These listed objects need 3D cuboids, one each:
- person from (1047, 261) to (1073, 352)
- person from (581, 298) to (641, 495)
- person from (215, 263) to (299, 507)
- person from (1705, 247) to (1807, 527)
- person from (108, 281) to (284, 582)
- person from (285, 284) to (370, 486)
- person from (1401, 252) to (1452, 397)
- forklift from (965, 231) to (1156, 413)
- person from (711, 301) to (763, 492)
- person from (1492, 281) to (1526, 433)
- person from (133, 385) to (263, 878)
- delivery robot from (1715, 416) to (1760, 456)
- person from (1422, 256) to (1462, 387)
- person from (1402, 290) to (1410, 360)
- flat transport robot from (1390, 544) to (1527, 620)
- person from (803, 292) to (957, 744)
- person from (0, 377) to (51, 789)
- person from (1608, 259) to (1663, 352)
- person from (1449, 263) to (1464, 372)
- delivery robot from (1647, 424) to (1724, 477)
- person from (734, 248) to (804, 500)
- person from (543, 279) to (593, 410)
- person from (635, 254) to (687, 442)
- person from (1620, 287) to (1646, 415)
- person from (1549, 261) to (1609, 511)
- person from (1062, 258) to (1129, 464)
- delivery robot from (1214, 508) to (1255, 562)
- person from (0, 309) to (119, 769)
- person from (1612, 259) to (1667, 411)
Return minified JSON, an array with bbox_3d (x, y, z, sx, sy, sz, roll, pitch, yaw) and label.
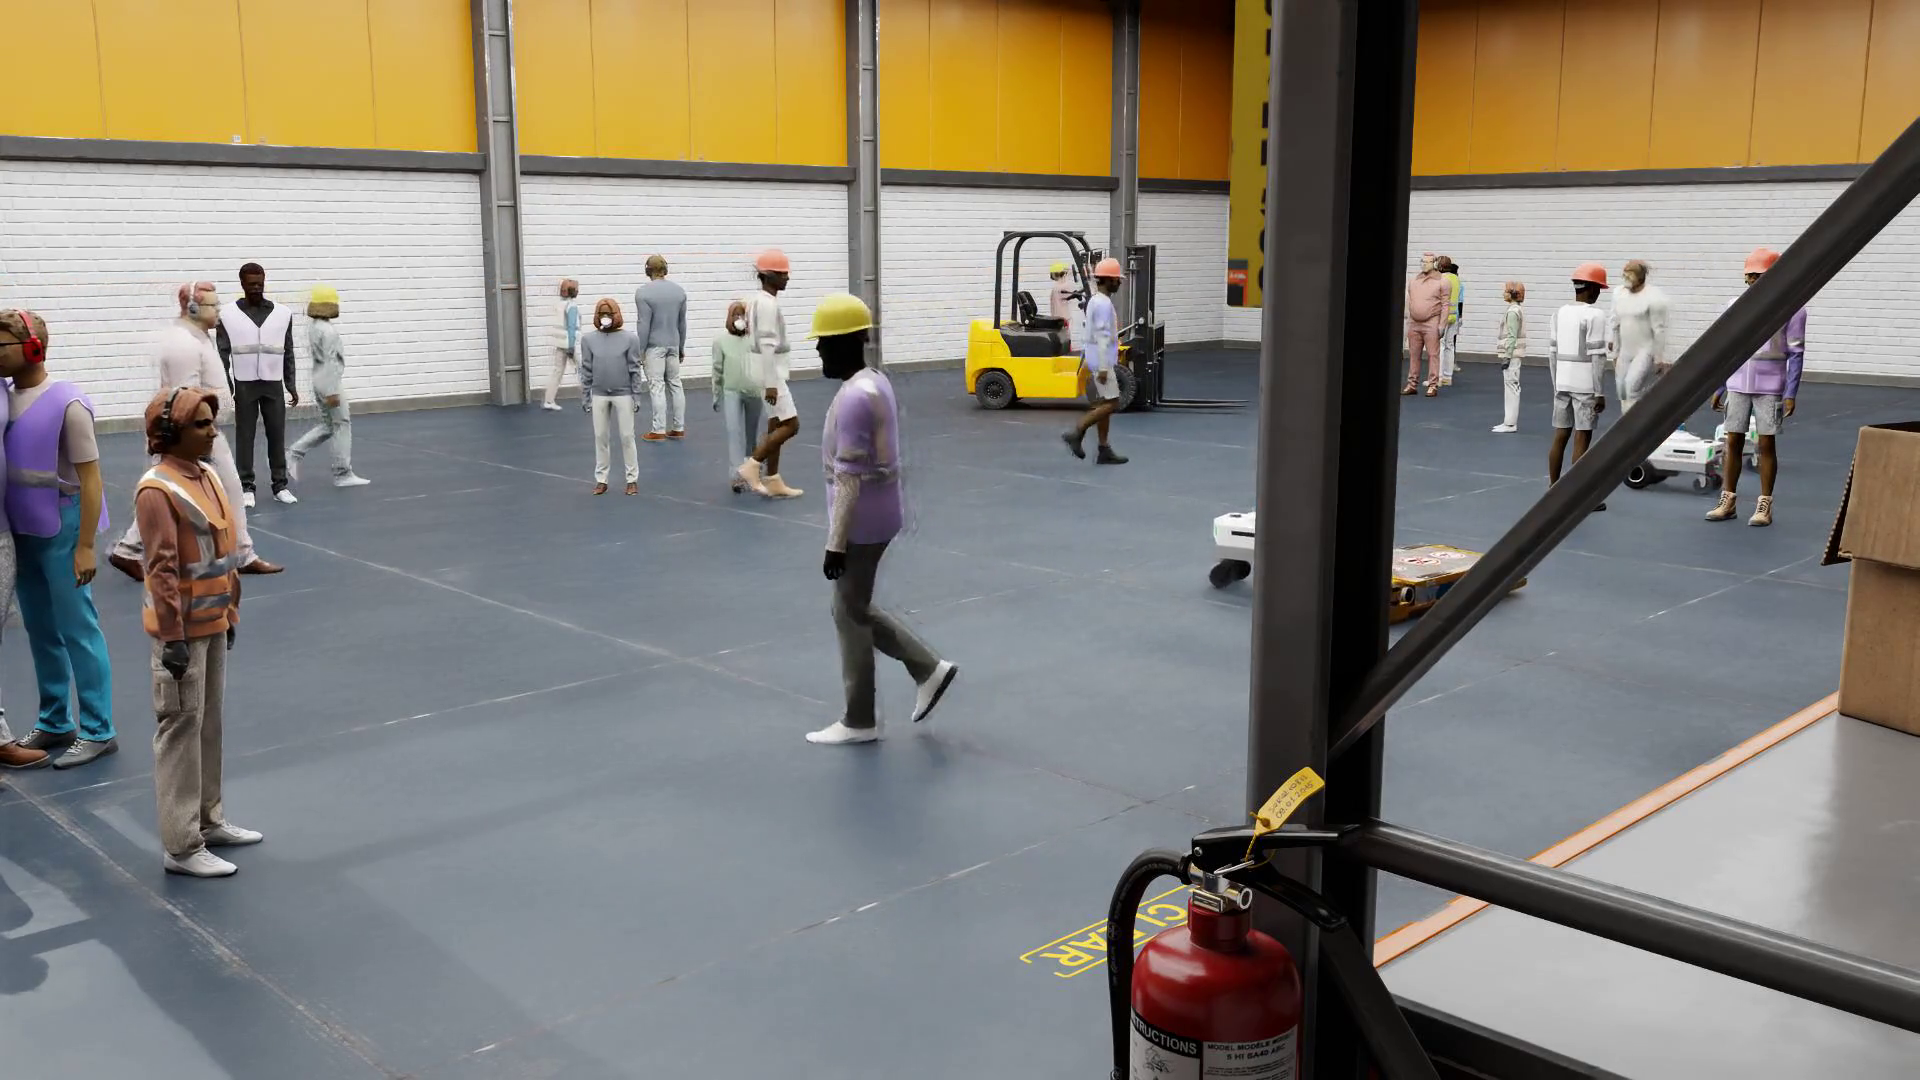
[{"bbox_3d":[1.510,-3.267,24.729,0.559,1.752,0.538,4,11,21],"label":"person"},{"bbox_3d":[-2.864,-1.176,13.691,0.502,1.627,0.278,1,10,3],"label":"person"},{"bbox_3d":[-5.561,-1.229,13.186,0.590,1.917,0.391,-8,13,-37],"label":"person"},{"bbox_3d":[5.852,-1.122,12.256,0.374,2.042,0.615,-10,14,-42],"label":"person"},{"bbox_3d":[-4.799,-0.663,10.260,0.955,1.867,0.652,-2,11,-12],"label":"person"},{"bbox_3d":[-5.405,-1.292,14.058,0.636,1.726,0.490,-7,13,-35],"label":"person"},{"bbox_3d":[6.174,-2.861,22.101,0.643,1.913,0.410,10,14,43],"label":"person"},{"bbox_3d":[1.222,-2.721,20.561,2.313,2.155,1.214,2,11,13],"label":"forklift"},{"bbox_3d":[-1.821,-1.210,13.985,0.516,1.579,0.895,-2,11,-9],"label":"person"},{"bbox_3d":[5.973,-1.982,18.033,0.308,1.645,0.516,4,11,22],"label":"person"},{"bbox_3d":[-2.579,0.301,5.596,0.310,1.638,0.522,-1,10,-6],"label":"person"},{"bbox_3d":[7.168,-0.973,15.250,0.477,0.478,0.707,7,13,34],"label":"delivery robot"},{"bbox_3d":[6.810,-3.094,23.559,0.624,1.845,0.430,-9,13,-39],"label":"person"},{"bbox_3d":[4.546,-2.098,17.890,0.367,1.926,0.594,-7,12,-32],"label":"person"},{"bbox_3d":[2.648,0.226,9.739,1.431,0.197,0.652,-9,14,-40],"label":"flat transport robot"},{"bbox_3d":[-0.365,-0.070,6.917,0.568,1.907,0.584,0,10,2],"label":"person"},{"bbox_3d":[-3.851,-0.001,6.437,0.379,1.937,0.629,1,10,6],"label":"person"},{"bbox_3d":[8.064,-2.419,19.832,0.612,1.860,0.732,7,12,32],"label":"person"},{"bbox_3d":[7.642,-3.478,26.055,0.322,1.693,0.535,-9,14,-41],"label":"person"},{"bbox_3d":[6.013,-0.740,13.976,0.707,0.478,0.477,9,14,40],"label":"delivery robot"},{"bbox_3d":[-1.506,-1.308,13.292,0.462,2.030,0.640,-2,11,-10],"label":"person"},{"bbox_3d":[-4.738,-2.380,20.344,0.831,1.594,0.521,-8,13,-38],"label":"person"},{"bbox_3d":[-3.093,-1.979,17.219,0.350,1.936,0.635,9,14,40],"label":"person"},{"bbox_3d":[7.297,-1.915,17.786,0.591,1.602,0.515,4,11,21],"label":"person"},{"bbox_3d":[4.825,-1.190,12.931,0.370,1.932,0.543,-4,11,-22],"label":"person"},{"bbox_3d":[1.279,-1.646,15.427,0.536,1.922,0.559,0,10,-2],"label":"person"},{"bbox_3d":[1.899,-0.019,10.038,0.707,0.478,0.477,7,12,32],"label":"delivery robot"},{"bbox_3d":[-3.669,-0.008,6.718,0.570,1.843,0.372,6,12,28],"label":"person"},{"bbox_3d":[6.875,-1.862,16.703,0.739,1.904,0.647,-5,11,-23],"label":"person"}]
